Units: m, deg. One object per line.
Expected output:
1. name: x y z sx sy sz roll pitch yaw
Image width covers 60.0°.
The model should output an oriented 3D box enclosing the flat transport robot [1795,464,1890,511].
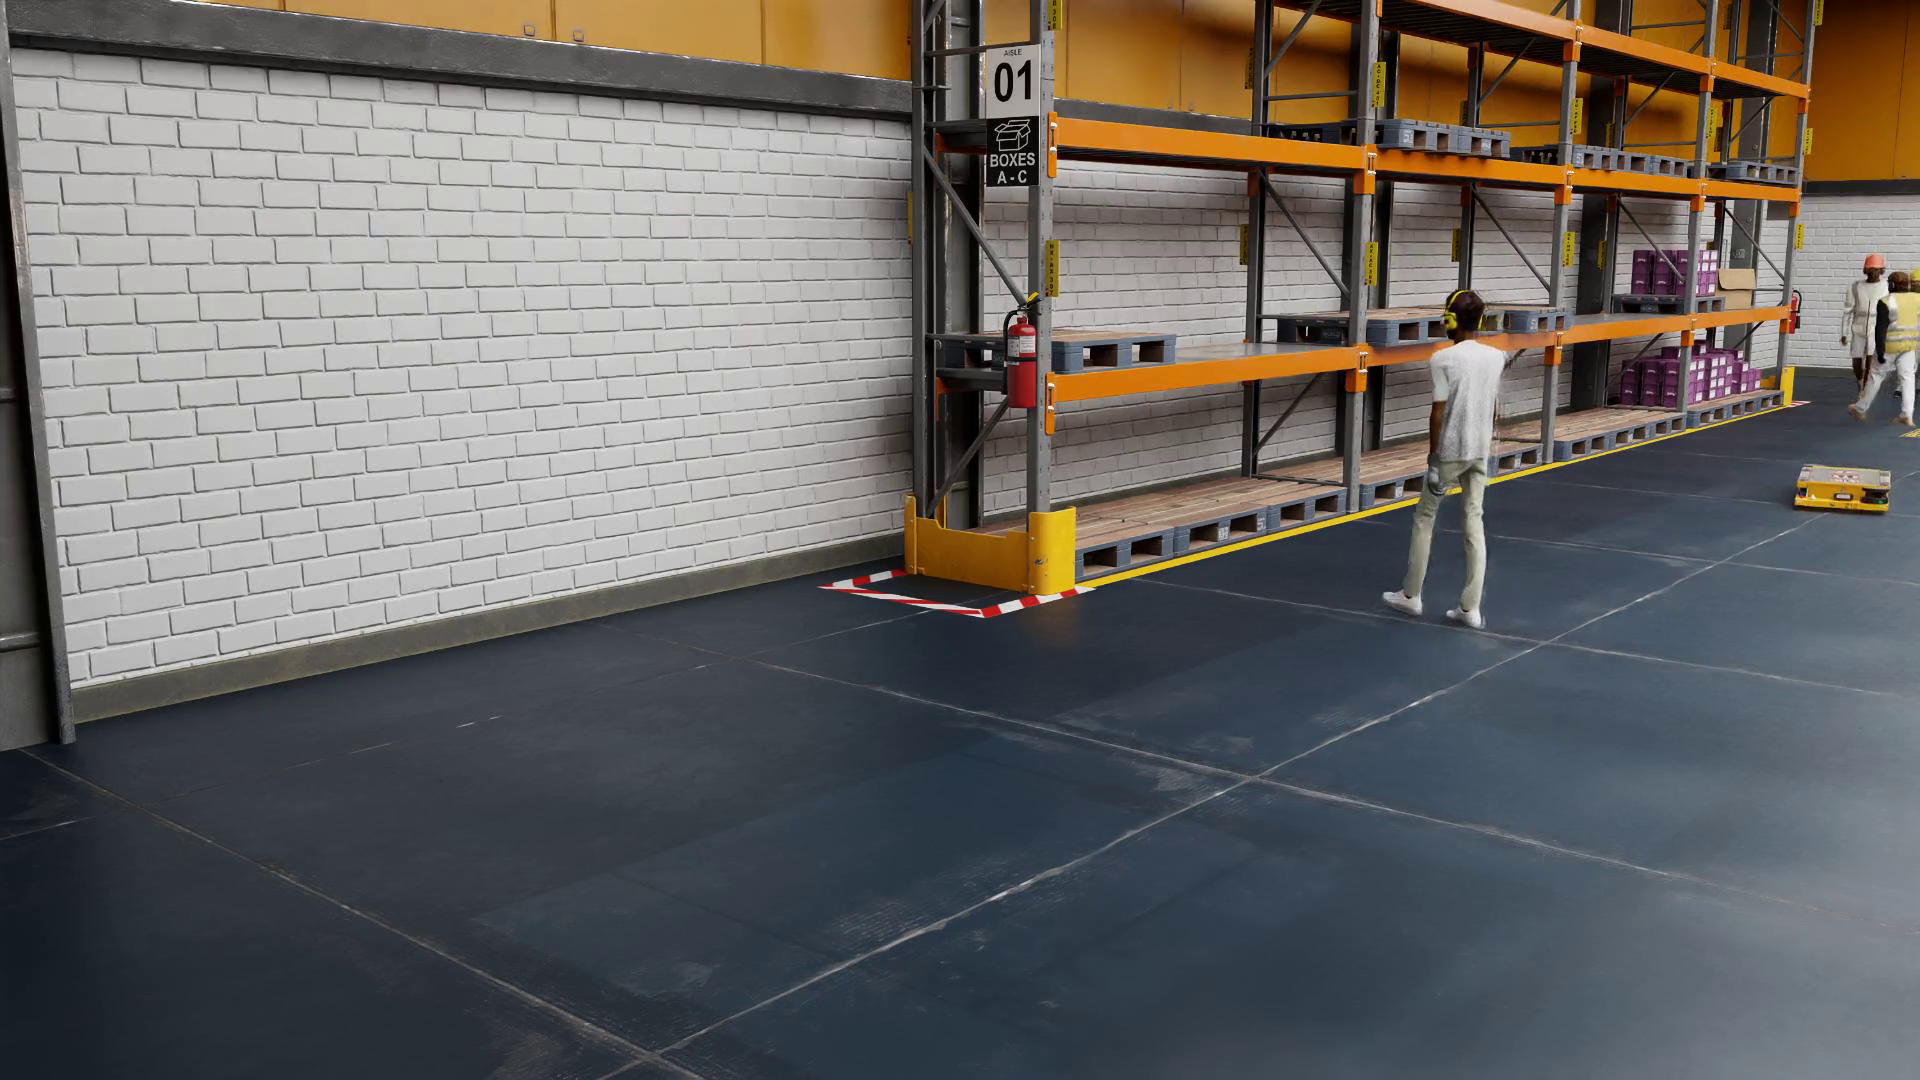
1. flat transport robot: 7.226 -0.436 13.598 0.652 0.197 1.431 5 11 28

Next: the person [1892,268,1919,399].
1. person: 13.117 -2.826 22.871 0.610 1.809 0.496 7 12 34

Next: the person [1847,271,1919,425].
1. person: 11.067 -2.283 19.785 0.628 1.793 0.944 -1 10 -6

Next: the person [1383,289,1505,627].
1. person: 2.731 -0.467 9.307 0.525 1.846 0.753 -3 10 -17

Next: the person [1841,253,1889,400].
1. person: 11.969 -2.764 21.893 0.622 2.020 0.859 7 12 36
